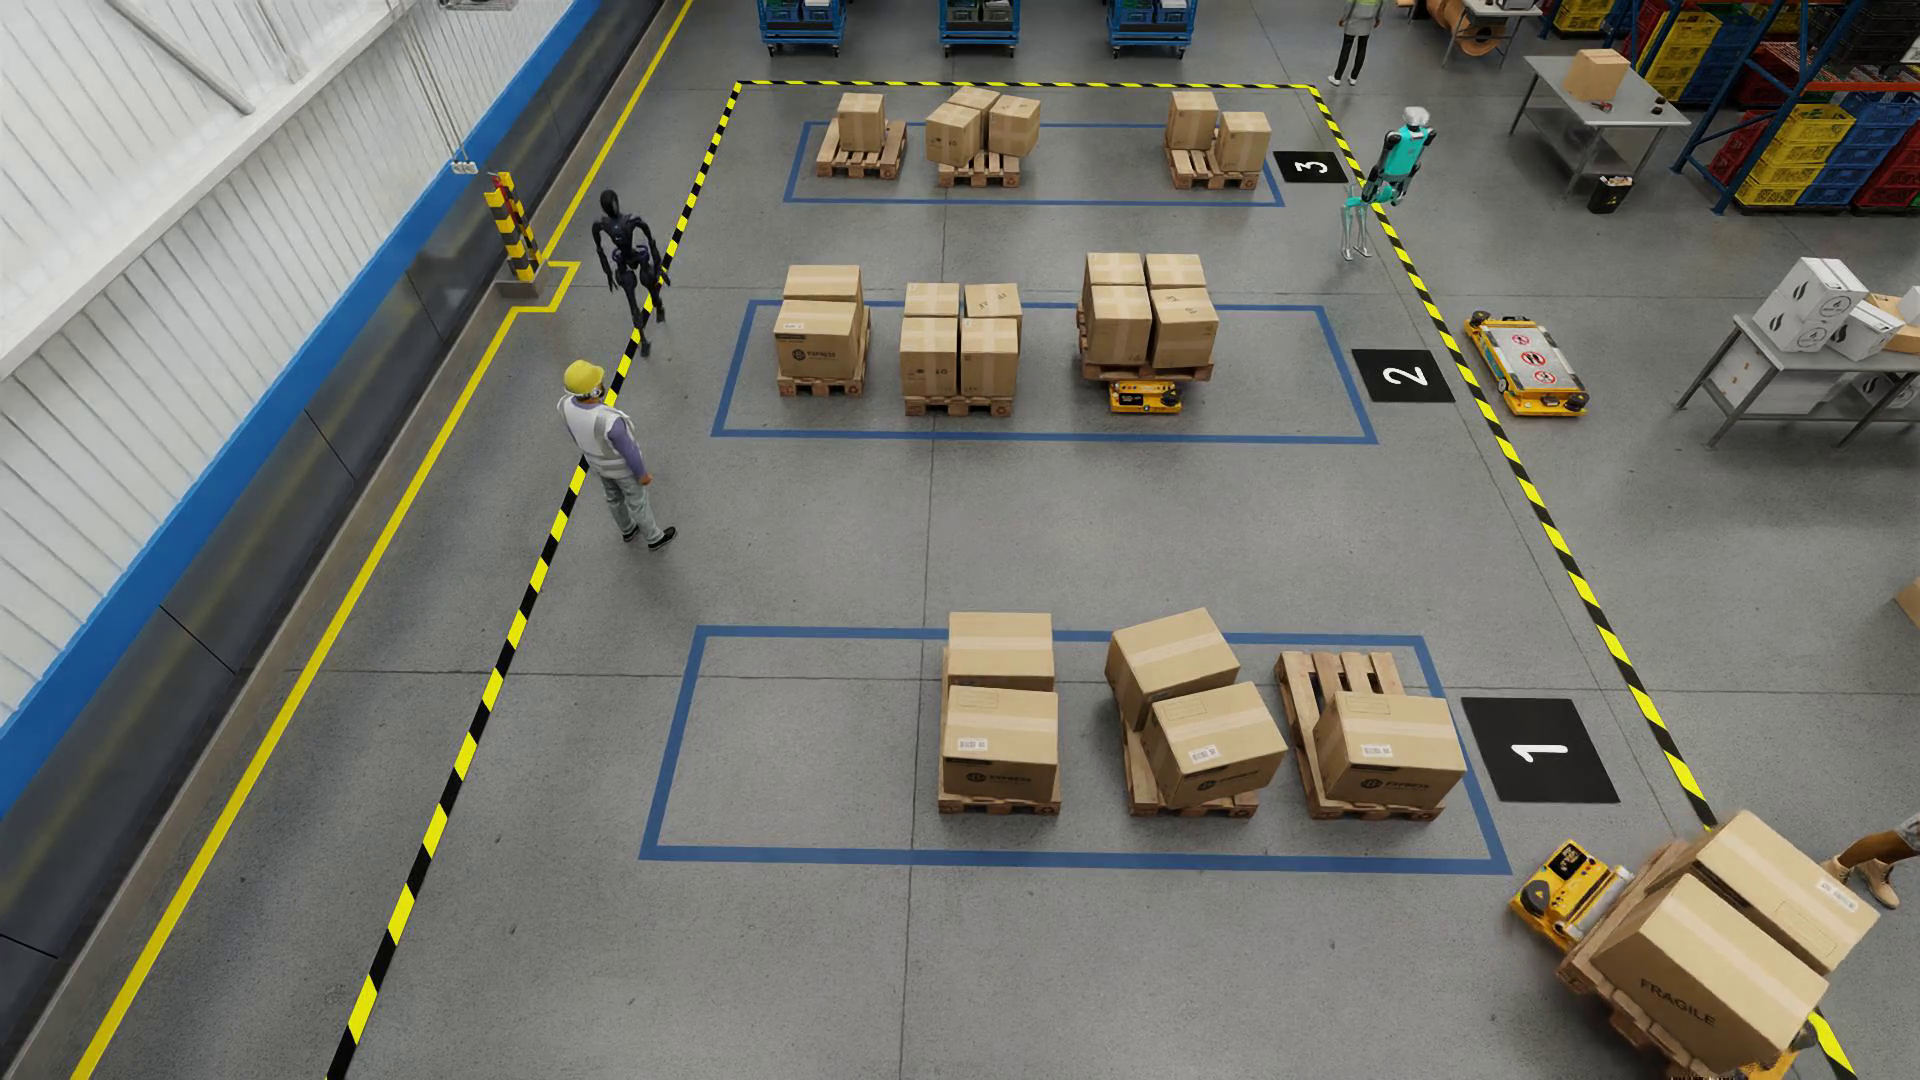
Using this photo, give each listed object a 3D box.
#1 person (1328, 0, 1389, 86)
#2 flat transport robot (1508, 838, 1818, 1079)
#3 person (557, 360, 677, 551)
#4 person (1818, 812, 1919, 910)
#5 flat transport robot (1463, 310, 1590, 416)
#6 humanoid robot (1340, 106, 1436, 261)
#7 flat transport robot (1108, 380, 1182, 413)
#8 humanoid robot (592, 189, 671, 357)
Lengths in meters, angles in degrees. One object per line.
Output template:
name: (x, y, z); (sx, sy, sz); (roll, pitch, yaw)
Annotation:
person: (5.645, -7.385, 12.879); (0.596, 1.849, 0.394); (-1, 49, -1)
flat transport robot: (4.082, 2.481, 5.367); (0.652, 0.197, 1.431); (-29, 55, -23)
person: (-2.638, -0.623, 7.034); (0.590, 1.837, 0.404); (21, 52, 17)
person: (5.659, 1.537, 5.036); (0.604, 2.037, 0.390); (-1, 49, -1)
flat transport robot: (5.573, -1.757, 9.054); (0.659, 0.231, 1.431); (1, 49, 1)
humanoid robot: (4.462, -3.849, 9.808); (0.533, 1.672, 0.735); (-11, 50, -9)
flat transport robot: (1.773, -1.807, 9.079); (0.652, 0.197, 1.431); (1, 49, 1)
humanoid robot: (-3.165, -2.657, 8.945); (0.595, 1.646, 0.788); (-7, 50, -6)
